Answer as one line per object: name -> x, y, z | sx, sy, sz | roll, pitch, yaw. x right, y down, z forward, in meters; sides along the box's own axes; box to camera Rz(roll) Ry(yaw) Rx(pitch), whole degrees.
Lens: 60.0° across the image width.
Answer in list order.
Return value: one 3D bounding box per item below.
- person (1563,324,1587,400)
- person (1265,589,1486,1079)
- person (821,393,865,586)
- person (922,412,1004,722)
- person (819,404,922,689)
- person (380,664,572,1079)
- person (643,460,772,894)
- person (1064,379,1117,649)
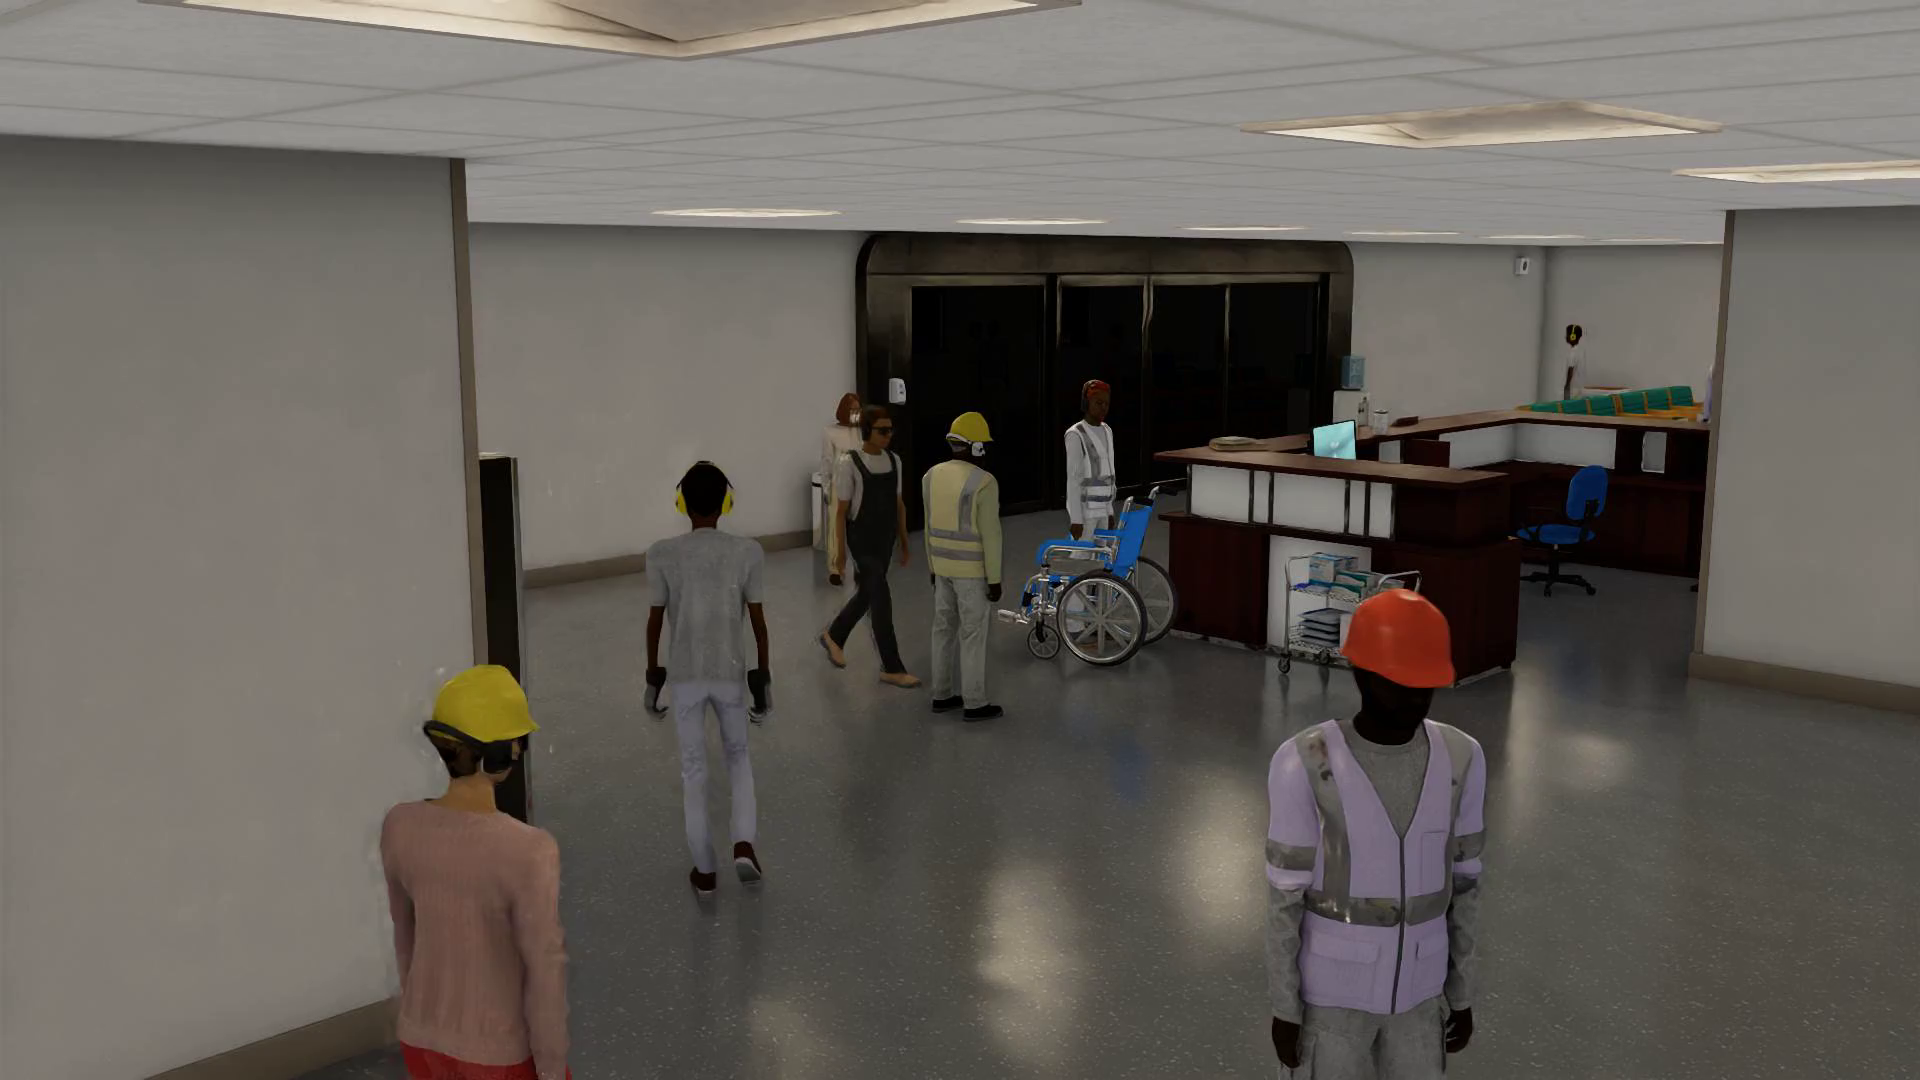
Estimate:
person -> 8.977, -2.222, 24.318 | 0.502, 1.859, 0.536 | 9, 13, 44
person -> 0.998, 1.059, 3.979 | 0.542, 1.928, 0.399 | -2, 9, -12
person -> -0.927, -0.423, 13.987 | 0.505, 1.628, 0.286 | -4, 10, -23
person -> 0.036, 0.158, 9.820 | 0.403, 1.824, 0.597 | -9, 13, -43
person -> -0.613, 0.013, 10.775 | 0.960, 1.807, 0.519 | 9, 13, 43
person -> -1.111, 1.156, 3.917 | 0.524, 1.755, 0.359 | 4, 10, 22
person -> -1.080, 0.595, 7.061 | 0.526, 1.849, 0.384 | -3, 10, -16
person -> 0.929, -0.190, 11.750 | 0.340, 1.881, 0.586 | 5, 11, 29
